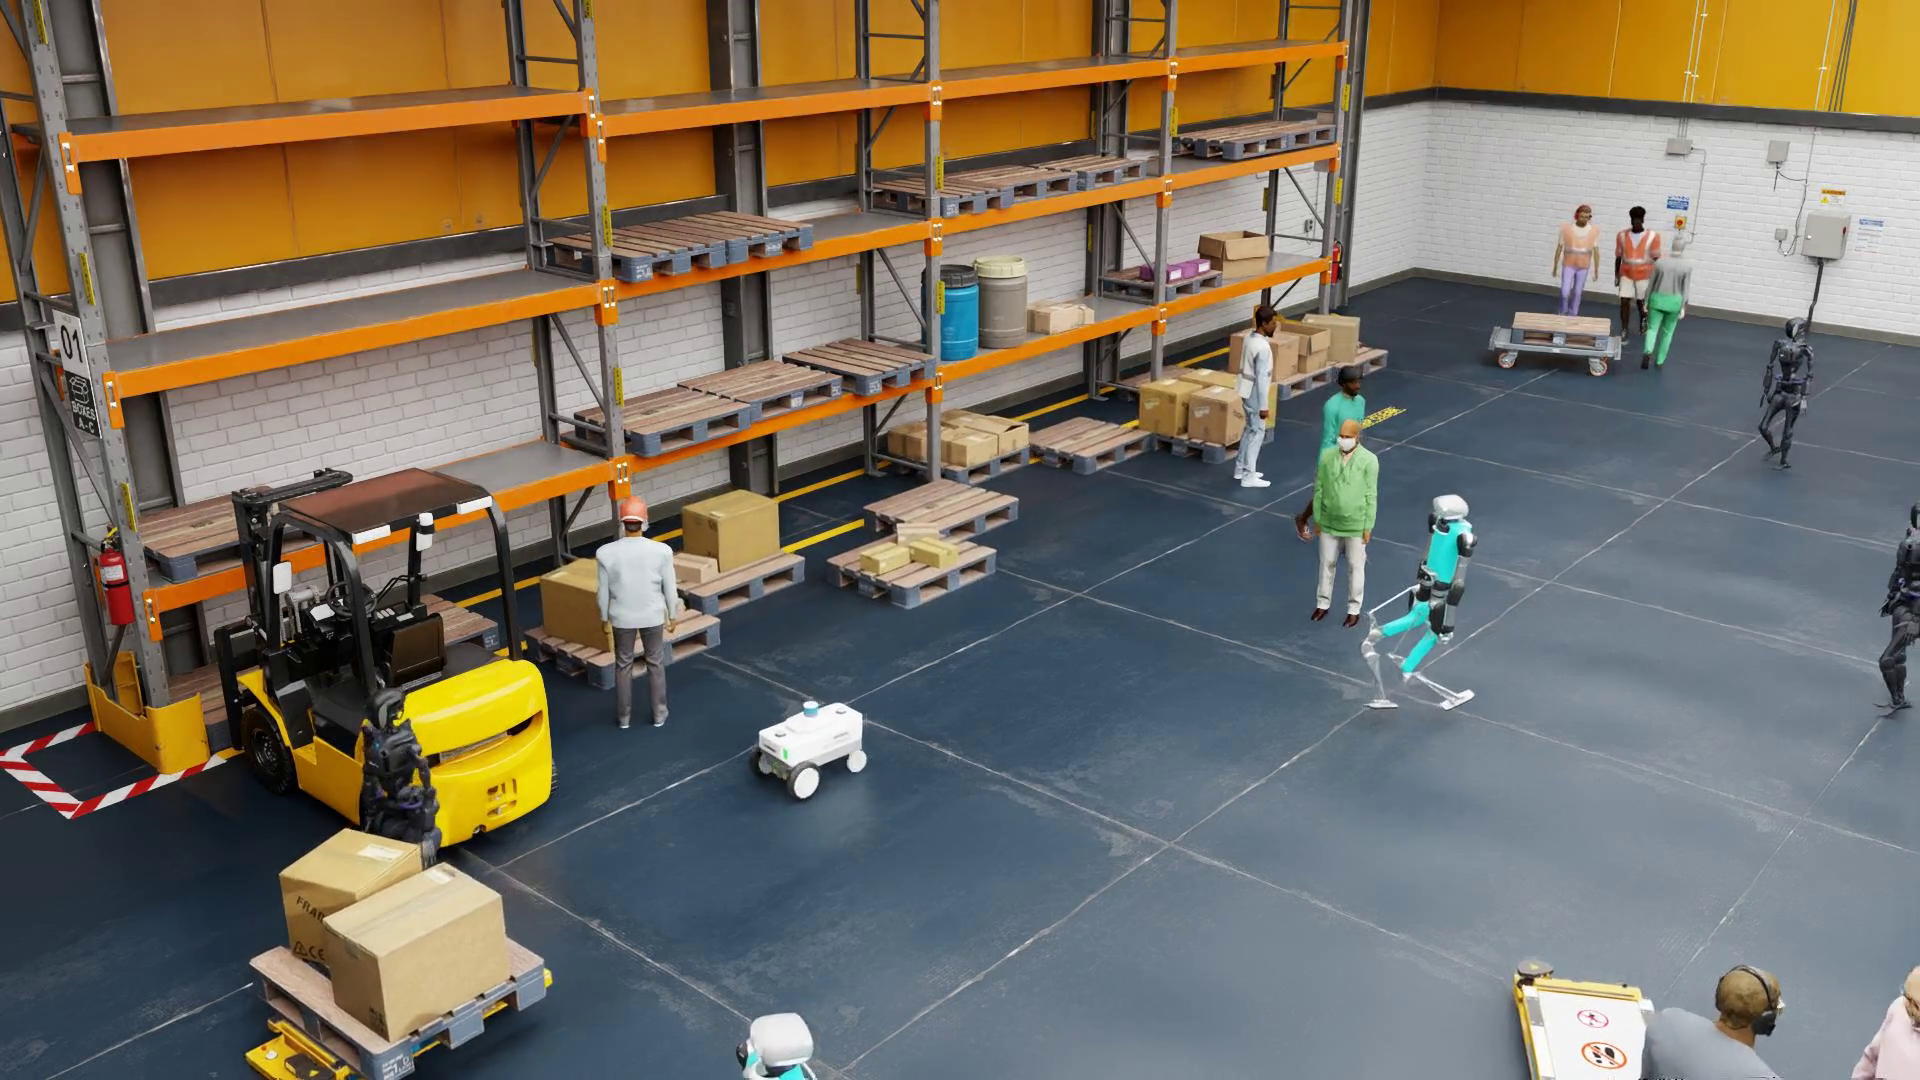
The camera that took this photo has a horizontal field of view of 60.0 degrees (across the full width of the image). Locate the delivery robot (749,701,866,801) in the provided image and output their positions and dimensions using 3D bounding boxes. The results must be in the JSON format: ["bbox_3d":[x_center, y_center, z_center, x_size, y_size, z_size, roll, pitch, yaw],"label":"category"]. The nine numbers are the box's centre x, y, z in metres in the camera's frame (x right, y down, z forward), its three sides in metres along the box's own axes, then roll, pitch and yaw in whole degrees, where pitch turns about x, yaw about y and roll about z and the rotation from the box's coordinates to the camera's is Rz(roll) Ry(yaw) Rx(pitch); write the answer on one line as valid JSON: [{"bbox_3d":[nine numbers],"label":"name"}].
[{"bbox_3d":[-1.019,1.379,11.352,0.734,0.560,0.499,-17,26,-39],"label":"delivery robot"}]

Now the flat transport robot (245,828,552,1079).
[{"bbox_3d":[-2.942,2.490,8.803,0.659,0.231,1.431,16,26,37],"label":"flat transport robot"}]

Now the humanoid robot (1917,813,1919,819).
[{"bbox_3d":[6.473,1.177,10.257,0.534,1.770,0.887,-13,24,-31],"label":"humanoid robot"}]

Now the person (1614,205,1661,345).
[{"bbox_3d":[9.466,-3.721,23.238,0.654,1.932,0.764,14,24,33],"label":"person"}]

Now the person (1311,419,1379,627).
[{"bbox_3d":[3.178,-0.150,13.792,0.534,1.778,0.390,10,22,25],"label":"person"}]

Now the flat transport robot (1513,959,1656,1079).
[{"bbox_3d":[3.216,2.640,8.397,0.659,0.231,1.431,4,21,11],"label":"flat transport robot"}]

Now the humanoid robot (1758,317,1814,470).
[{"bbox_3d":[8.833,-1.558,17.745,0.343,1.649,0.589,-10,22,-24],"label":"humanoid robot"}]

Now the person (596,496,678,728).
[{"bbox_3d":[-2.322,0.523,12.008,0.573,1.739,0.349,-4,21,-10],"label":"person"}]

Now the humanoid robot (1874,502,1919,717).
[{"bbox_3d":[6.960,0.489,12.192,0.369,1.644,0.583,2,20,6],"label":"humanoid robot"}]

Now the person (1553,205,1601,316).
[{"bbox_3d":[8.824,-3.880,23.813,0.585,1.818,0.577,4,21,10],"label":"person"}]

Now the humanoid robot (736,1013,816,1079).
[{"bbox_3d":[-0.397,2.567,6.556,1.019,1.780,0.530,-12,23,-28],"label":"humanoid robot"}]

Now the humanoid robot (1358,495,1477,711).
[{"bbox_3d":[3.283,0.528,12.005,1.036,1.733,0.556,-5,21,-12],"label":"humanoid robot"}]

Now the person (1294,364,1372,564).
[{"bbox_3d":[3.482,-0.743,15.331,0.508,1.818,0.871,-12,23,-29],"label":"person"}]

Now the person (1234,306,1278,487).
[{"bbox_3d":[3.052,-1.484,17.215,0.402,1.906,0.596,-2,20,-5],"label":"person"}]

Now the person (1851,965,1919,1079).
[{"bbox_3d":[3.869,2.455,6.796,0.973,1.724,0.602,-1,20,-3],"label":"person"}]

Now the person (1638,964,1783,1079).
[{"bbox_3d":[2.897,2.492,6.453,0.651,1.912,0.645,-9,22,-24],"label":"person"}]

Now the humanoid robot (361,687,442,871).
[{"bbox_3d":[-3.103,1.566,9.289,0.600,1.648,0.356,13,24,31],"label":"humanoid robot"}]

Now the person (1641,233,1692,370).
[{"bbox_3d":[9.197,-3.095,21.688,0.549,1.827,0.709,11,23,27],"label":"person"}]

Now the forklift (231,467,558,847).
[{"bbox_3d":[-3.730,0.710,10.856,2.313,2.155,1.214,17,26,38],"label":"forklift"}]
